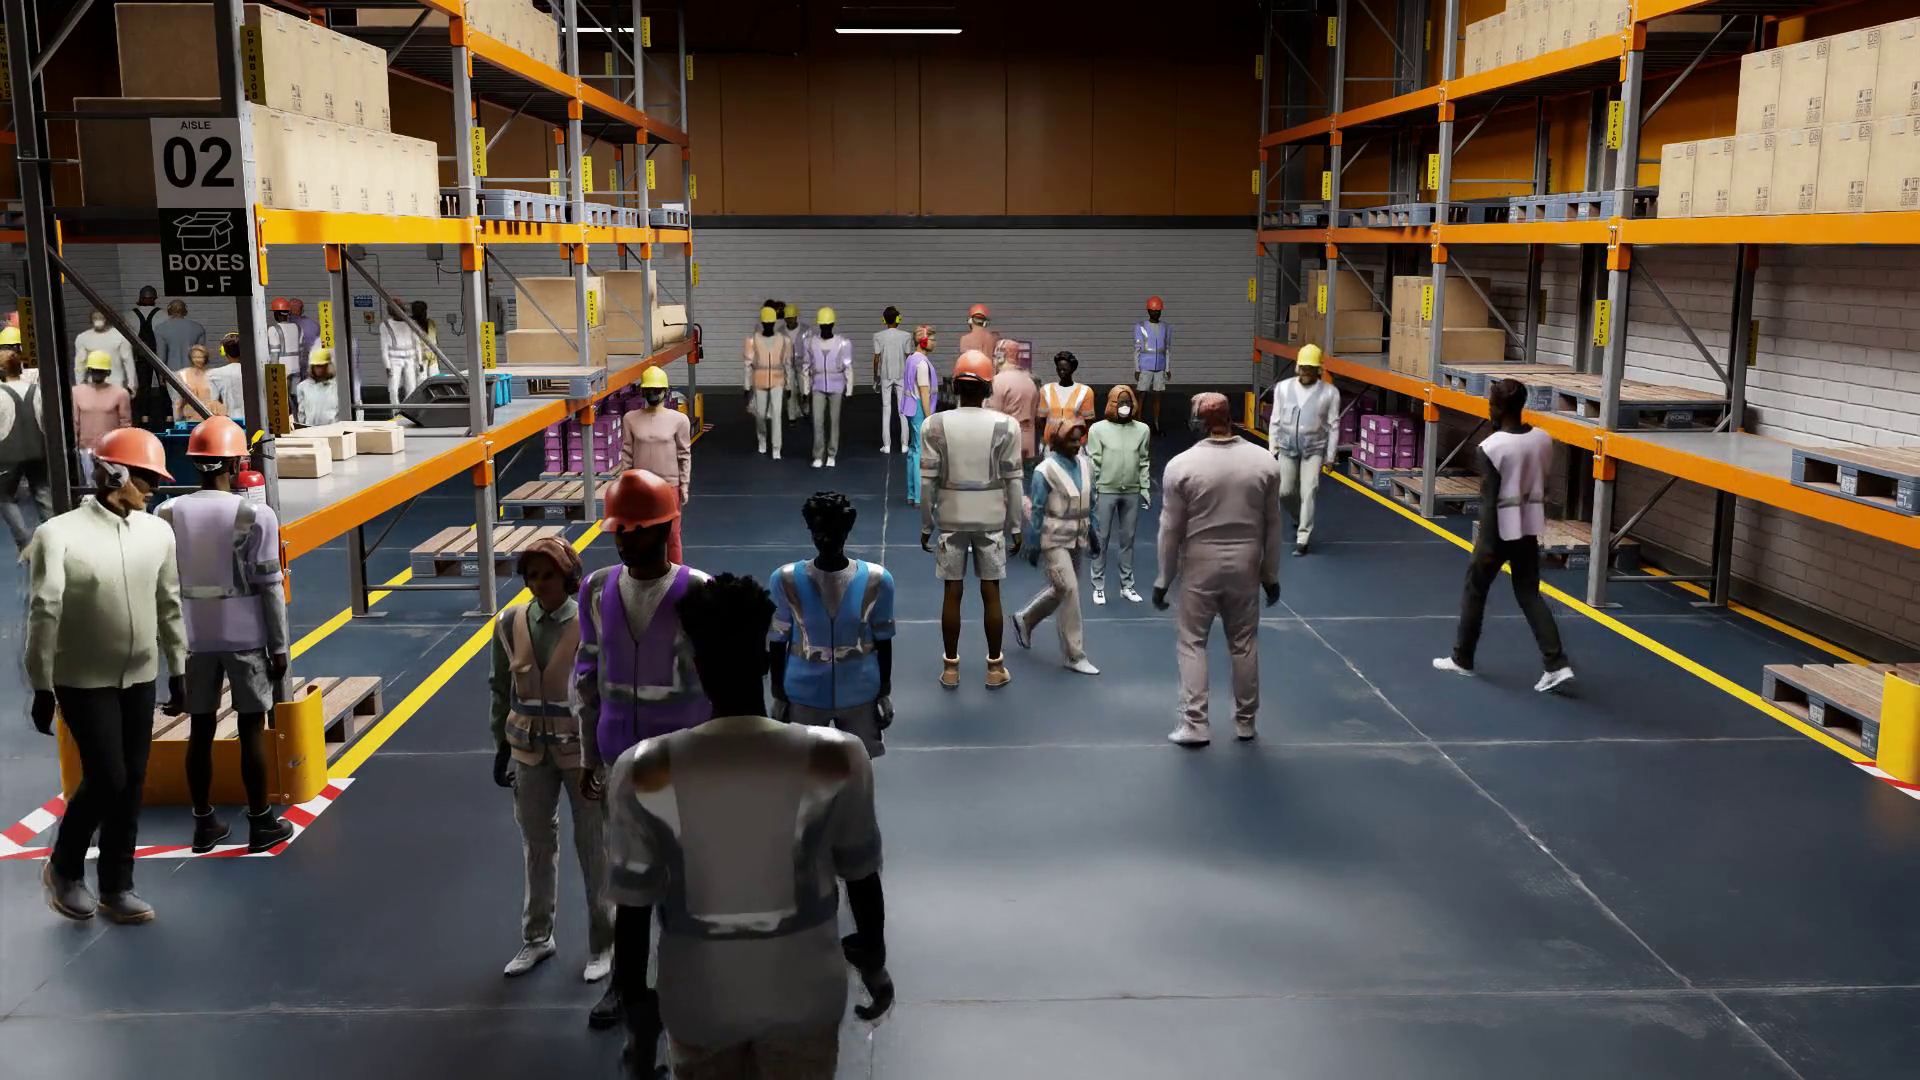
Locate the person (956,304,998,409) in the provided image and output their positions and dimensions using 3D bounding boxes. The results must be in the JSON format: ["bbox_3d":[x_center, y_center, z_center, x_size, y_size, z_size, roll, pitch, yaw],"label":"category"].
[{"bbox_3d":[0.129,-1.779,19.516,0.618,1.939,0.955,-8,13,-38],"label":"person"}]

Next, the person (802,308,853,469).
[{"bbox_3d":[-1.570,-1.766,19.572,0.618,1.893,0.857,0,10,3],"label":"person"}]

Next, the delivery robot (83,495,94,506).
[{"bbox_3d":[-7.593,-0.282,14.789,0.477,0.478,0.707,3,11,14],"label":"delivery robot"}]

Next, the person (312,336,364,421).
[{"bbox_3d":[-7.032,-1.635,18.812,0.625,1.924,0.478,4,11,19],"label":"person"}]

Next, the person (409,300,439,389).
[{"bbox_3d":[-7.999,-2.643,24.672,0.504,1.824,0.635,6,12,30],"label":"person"}]

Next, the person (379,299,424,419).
[{"bbox_3d":[-8.079,-2.549,24.062,0.364,1.867,0.640,9,14,42],"label":"person"}]

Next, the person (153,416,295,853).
[{"bbox_3d":[-3.221,0.422,7.319,0.545,1.932,0.387,0,10,-1],"label":"person"}]

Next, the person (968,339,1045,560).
[{"bbox_3d":[0.481,-0.764,14.099,0.870,1.868,0.652,5,11,25],"label":"person"}]

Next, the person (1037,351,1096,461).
[{"bbox_3d":[0.963,-0.877,15.188,0.536,1.696,0.322,3,11,15],"label":"person"}]

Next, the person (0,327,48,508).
[{"bbox_3d":[-9.469,-1.226,16.754,0.589,1.835,0.404,-2,10,-10],"label":"person"}]

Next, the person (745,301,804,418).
[{"bbox_3d":[-2.819,-2.732,25.293,0.951,1.801,0.627,-3,11,-18],"label":"person"}]

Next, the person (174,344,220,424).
[{"bbox_3d":[-8.040,-1.285,17.700,0.537,1.618,0.613,-1,10,-6],"label":"person"}]

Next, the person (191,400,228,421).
[{"bbox_3d":[-5.039,-0.132,11.250,0.285,1.629,0.498,-9,14,-42],"label":"person"}]

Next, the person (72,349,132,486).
[{"bbox_3d":[-7.708,-0.858,14.970,0.534,1.732,0.791,-3,11,-15],"label":"person"}]

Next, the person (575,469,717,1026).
[{"bbox_3d":[-1.045,0.719,5.628,0.553,1.935,0.361,2,10,12],"label":"person"}]

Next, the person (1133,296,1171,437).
[{"bbox_3d":[2.654,-2.378,22.876,0.543,1.939,0.362,-3,11,-15],"label":"person"}]

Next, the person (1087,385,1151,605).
[{"bbox_3d":[1.182,-0.337,12.358,0.498,1.634,0.280,-3,11,-17],"label":"person"}]

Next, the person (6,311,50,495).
[{"bbox_3d":[-9.900,-1.427,17.495,0.559,1.968,0.687,-10,14,-43],"label":"person"}]

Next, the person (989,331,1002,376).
[{"bbox_3d":[0.330,-1.758,20.374,0.512,1.601,0.809,8,13,37],"label":"person"}]

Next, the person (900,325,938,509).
[{"bbox_3d":[-0.403,-1.234,16.767,0.389,1.845,0.563,-3,11,-15],"label":"person"}]

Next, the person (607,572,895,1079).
[{"bbox_3d":[-0.473,1.024,3.929,0.632,1.930,0.790,0,10,-1],"label":"person"}]

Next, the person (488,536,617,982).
[{"bbox_3d":[-1.453,0.795,6.045,0.527,1.637,0.311,2,10,11],"label":"person"}]

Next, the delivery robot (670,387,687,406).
[{"bbox_3d":[-4.164,-1.991,24.315,0.477,0.478,0.707,-2,10,-10],"label":"delivery robot"}]

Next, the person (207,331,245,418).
[{"bbox_3d":[-6.548,-0.956,15.146,0.518,1.873,0.328,-4,11,-23],"label":"person"}]

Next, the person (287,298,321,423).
[{"bbox_3d":[-9.117,-2.373,22.943,0.399,1.908,0.643,9,14,42],"label":"person"}]

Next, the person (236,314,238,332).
[{"bbox_3d":[-11.475,-3.072,26.904,0.574,1.882,0.358,9,14,41],"label":"person"}]

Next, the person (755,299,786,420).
[{"bbox_3d":[-2.828,-2.714,25.164,0.510,1.833,0.919,3,10,14],"label":"person"}]

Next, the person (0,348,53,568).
[{"bbox_3d":[-7.634,-0.645,13.551,0.436,1.822,0.530,7,12,35],"label":"person"}]

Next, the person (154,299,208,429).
[{"bbox_3d":[-10.221,-2.198,21.878,0.634,1.938,0.355,-8,13,-36],"label":"person"}]

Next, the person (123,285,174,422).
[{"bbox_3d":[-12.057,-2.782,24.846,0.688,2.000,0.536,-2,10,-13],"label":"person"}]

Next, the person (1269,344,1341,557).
[{"bbox_3d":[2.973,-0.787,14.352,0.609,1.817,0.598,5,11,26],"label":"person"}]

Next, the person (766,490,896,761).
[{"bbox_3d":[-0.522,0.637,6.758,0.539,1.696,0.317,-1,10,-7],"label":"person"}]

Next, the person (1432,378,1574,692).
[{"bbox_3d":[3.334,-0.039,10.024,0.589,1.882,0.943,-5,11,-26],"label":"person"}]

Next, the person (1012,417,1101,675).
[{"bbox_3d":[0.597,0.009,10.486,0.735,1.607,0.519,9,14,42],"label":"person"}]

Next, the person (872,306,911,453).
[{"bbox_3d":[-0.865,-2.034,21.180,0.521,1.864,0.336,-1,10,-6],"label":"person"}]

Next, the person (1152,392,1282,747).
[{"bbox_3d":[1.394,0.167,8.875,0.708,1.895,0.458,-2,10,-10],"label":"person"}]

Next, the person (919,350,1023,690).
[{"bbox_3d":[0.069,-0.114,9.974,0.616,2.041,0.382,1,10,4],"label":"person"}]

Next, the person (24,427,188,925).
[{"bbox_3d":[-3.319,0.543,6.540,0.415,1.961,0.648,5,11,26],"label":"person"}]

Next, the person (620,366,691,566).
[{"bbox_3d":[-2.255,-0.402,12.342,0.523,1.772,0.302,0,10,1],"label":"person"}]

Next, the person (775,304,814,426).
[{"bbox_3d":[-2.404,-2.546,24.237,0.603,1.790,0.621,0,10,0],"label":"person"}]

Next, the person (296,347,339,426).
[{"bbox_3d":[-5.811,-0.892,15.169,0.498,1.714,0.762,-1,10,-5],"label":"person"}]

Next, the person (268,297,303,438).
[{"bbox_3d":[-9.052,-2.276,22.311,0.356,1.937,0.552,4,11,23],"label":"person"}]

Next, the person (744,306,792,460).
[{"bbox_3d":[-2.407,-1.985,20.832,0.600,1.897,0.918,-2,10,-11],"label":"person"}]

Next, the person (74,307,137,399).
[{"bbox_3d":[-10.434,-1.884,20.253,0.655,1.888,0.983,-2,10,-10],"label":"person"}]
